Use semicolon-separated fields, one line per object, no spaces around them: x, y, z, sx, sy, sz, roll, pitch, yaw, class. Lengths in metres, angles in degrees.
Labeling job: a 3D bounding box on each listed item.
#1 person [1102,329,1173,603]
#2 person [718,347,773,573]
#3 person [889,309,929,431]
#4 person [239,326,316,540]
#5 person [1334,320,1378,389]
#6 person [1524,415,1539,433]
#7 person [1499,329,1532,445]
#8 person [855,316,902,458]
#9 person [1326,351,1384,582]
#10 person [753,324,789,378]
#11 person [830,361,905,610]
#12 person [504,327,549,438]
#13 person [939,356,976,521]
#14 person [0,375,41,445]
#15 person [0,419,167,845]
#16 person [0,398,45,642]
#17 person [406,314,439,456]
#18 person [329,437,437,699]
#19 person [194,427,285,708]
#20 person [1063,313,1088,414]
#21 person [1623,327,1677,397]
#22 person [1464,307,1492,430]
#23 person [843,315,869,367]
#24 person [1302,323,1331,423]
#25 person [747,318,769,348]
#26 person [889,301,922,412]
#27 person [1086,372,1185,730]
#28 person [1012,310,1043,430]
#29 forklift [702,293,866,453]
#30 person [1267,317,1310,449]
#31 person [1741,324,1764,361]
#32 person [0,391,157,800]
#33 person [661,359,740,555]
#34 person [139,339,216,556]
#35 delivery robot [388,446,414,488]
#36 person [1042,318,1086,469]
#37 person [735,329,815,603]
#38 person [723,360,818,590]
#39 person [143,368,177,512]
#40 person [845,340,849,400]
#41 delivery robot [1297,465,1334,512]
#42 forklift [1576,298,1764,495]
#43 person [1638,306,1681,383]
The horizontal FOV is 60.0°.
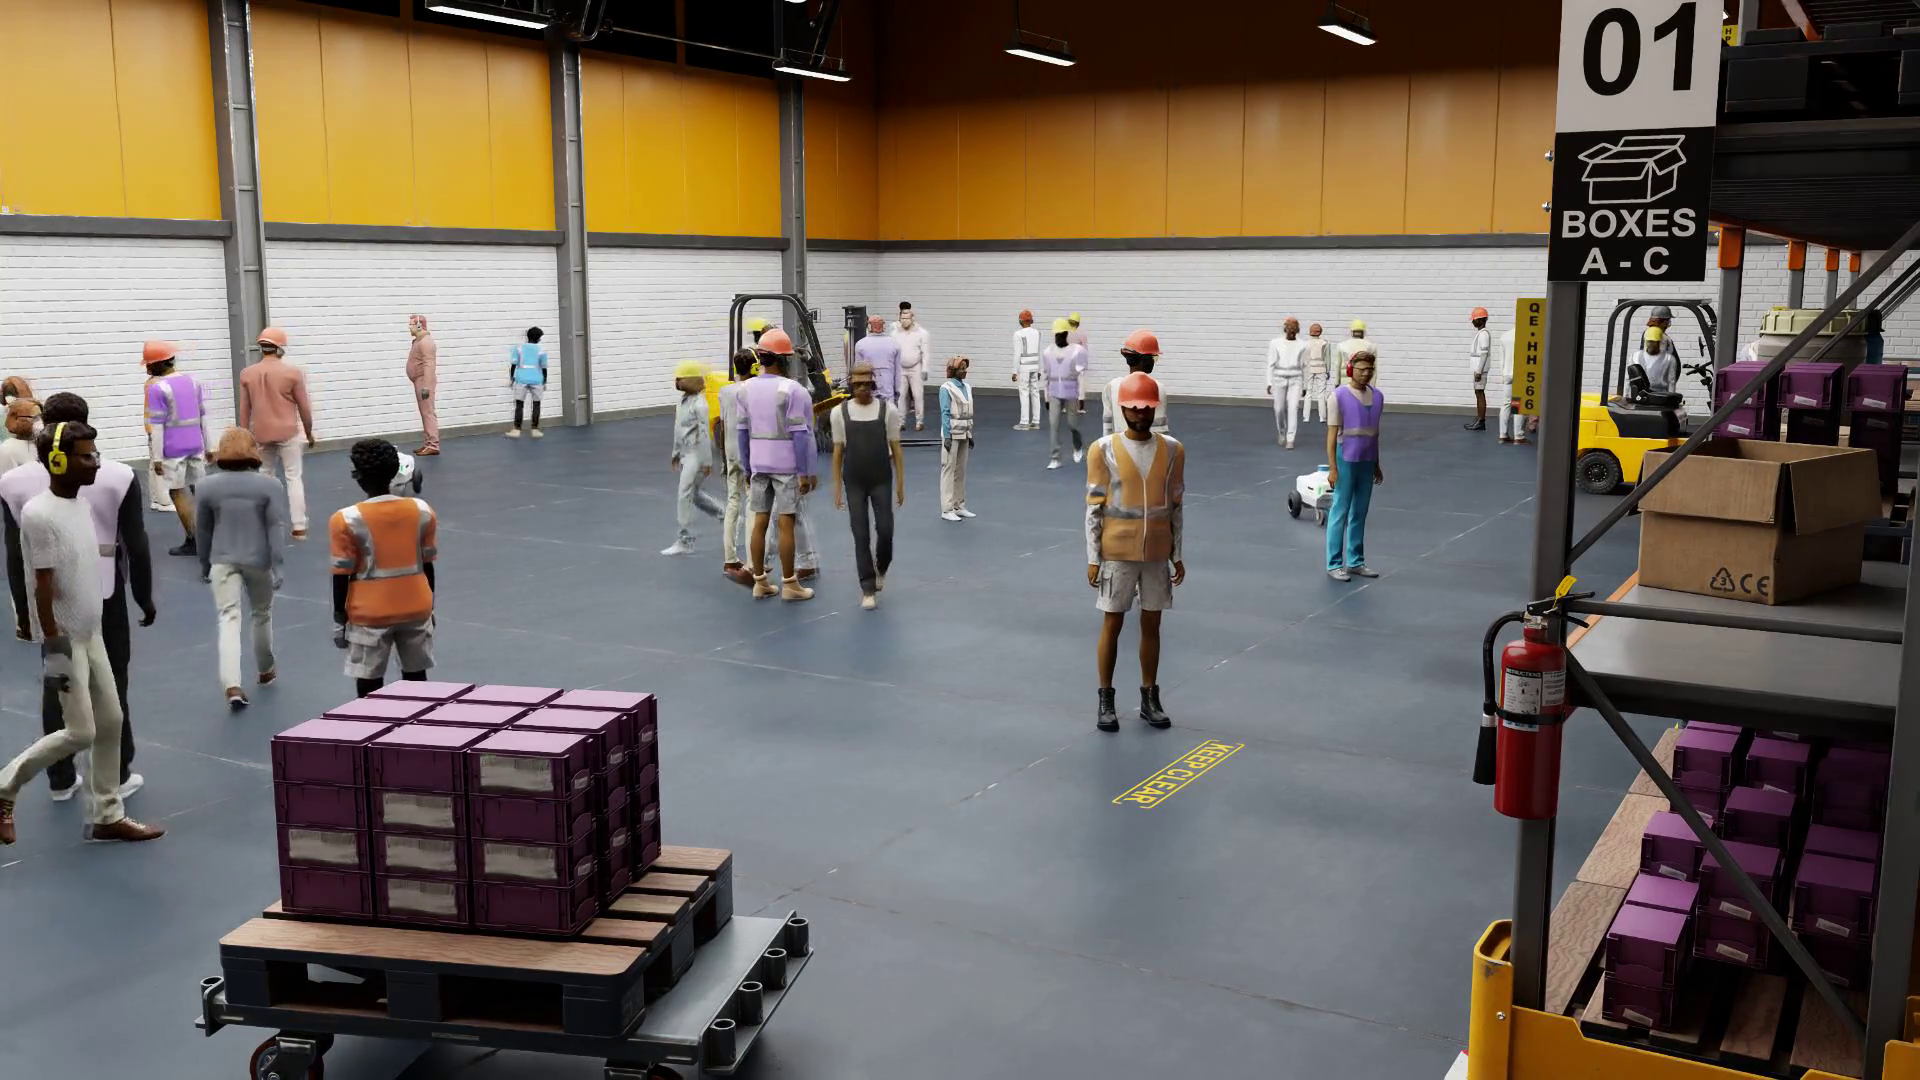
1.338;-0.550;12.448;0.373;2.044;0.606;-8;12;-42;person
-1.753;-0.638;13.588;0.501;1.861;0.327;5;10;27;person
-0.806;-2.638;25.927;0.672;1.899;0.401;2;9;10;person
-6.300;-0.980;15.343;0.615;1.975;0.444;1;9;7;person
5.761;-2.309;24.234;0.595;1.783;0.926;2;9;10;person
8.840;-2.603;25.738;0.669;1.886;0.583;2;9;13;person
8.018;-2.318;23.858;0.380;1.932;0.643;-6;11;-33;person
-1.098;-2.035;22.171;0.641;1.900;0.403;-2;9;-14;person
3.159;-0.599;13.370;0.570;1.841;0.373;-6;11;-34;person
-2.306;-1.703;20.272;0.634;1.841;0.429;7;11;36;person
-0.684;-0.416;12.322;0.550;1.822;0.611;0;9;-1;person
-6.491;-2.352;24.881;0.679;1.659;0.384;-2;9;-12;person
-0.034;-1.015;16.607;0.307;1.641;0.513;5;10;29;person
-7.794;-0.566;13.879;0.514;1.624;0.392;2;9;13;person
-3.810;0.417;7.027;0.634;1.849;0.530;-1;9;-4;person
-6.215;-0.141;11.170;0.268;1.632;0.509;1;9;5;person
-7.290;-2.098;22.535;0.403;1.906;0.652;-4;10;-23;person
-2.710;0.361;7.873;0.319;1.692;0.534;9;13;44;person
-4.137;0.143;9.569;0.508;1.578;0.914;-2;9;-14;person
1.992;-3.093;29.184;0.534;1.767;0.319;3;10;19;person
8.767;-1.818;21.149;0.596;1.799;0.912;7;11;37;person
8.148;-2.690;26.141;0.359;1.936;0.544;2;9;12;person
-1.581;-2.694;26.456;0.429;1.841;0.633;-7;11;-37;person
5.847;-2.742;27.384;0.512;1.639;0.312;2;9;14;person
-2.662;-1.992;21.968;0.988;1.883;0.588;0;9;-3;person
-0.977;-3.252;29.552;0.607;1.966;0.367;1;9;4;person
0.953;0.064;8.945;0.553;1.935;0.362;-2;9;-11;person
1.055;-2.664;26.132;0.575;1.885;0.356;-7;12;-38;person
-2.458;-2.344;23.176;2.313;2.155;1.214;0;9;-2;forklift
4.648;-2.230;23.516;0.575;1.856;0.812;2;9;14;person
10.406;-1.901;21.518;0.633;1.837;0.429;3;10;18;person
-4.080;0.272;7.727;0.595;1.915;0.436;-2;9;-13;person
-2.289;-0.740;14.630;0.720;1.719;0.495;-5;10;-30;person
-6.711;-0.788;14.390;0.611;1.901;0.589;3;10;18;person
-6.237;-0.794;18.307;0.477;0.478;0.707;-1;9;-9;delivery robot
1.337;-1.868;21.095;0.587;1.907;0.759;3;10;20;person
-1.376;-0.552;12.452;0.605;2.045;0.378;5;10;29;person
-1.494;-0.555;12.934;1.015;1.890;0.654;-7;12;-39;person
-8.245;-1.105;17.168;0.312;1.639;0.520;-7;12;-39;person
-1.610;-2.566;25.916;0.320;1.763;0.522;-5;10;-28;person
3.596;-0.501;16.477;0.477;0.478;0.707;-1;9;-7;delivery robot
7.954;-1.589;18.462;2.313;2.155;1.214;5;11;30;forklift
9.604;-2.214;22.843;0.536;2.000;0.672;1;9;4;person
